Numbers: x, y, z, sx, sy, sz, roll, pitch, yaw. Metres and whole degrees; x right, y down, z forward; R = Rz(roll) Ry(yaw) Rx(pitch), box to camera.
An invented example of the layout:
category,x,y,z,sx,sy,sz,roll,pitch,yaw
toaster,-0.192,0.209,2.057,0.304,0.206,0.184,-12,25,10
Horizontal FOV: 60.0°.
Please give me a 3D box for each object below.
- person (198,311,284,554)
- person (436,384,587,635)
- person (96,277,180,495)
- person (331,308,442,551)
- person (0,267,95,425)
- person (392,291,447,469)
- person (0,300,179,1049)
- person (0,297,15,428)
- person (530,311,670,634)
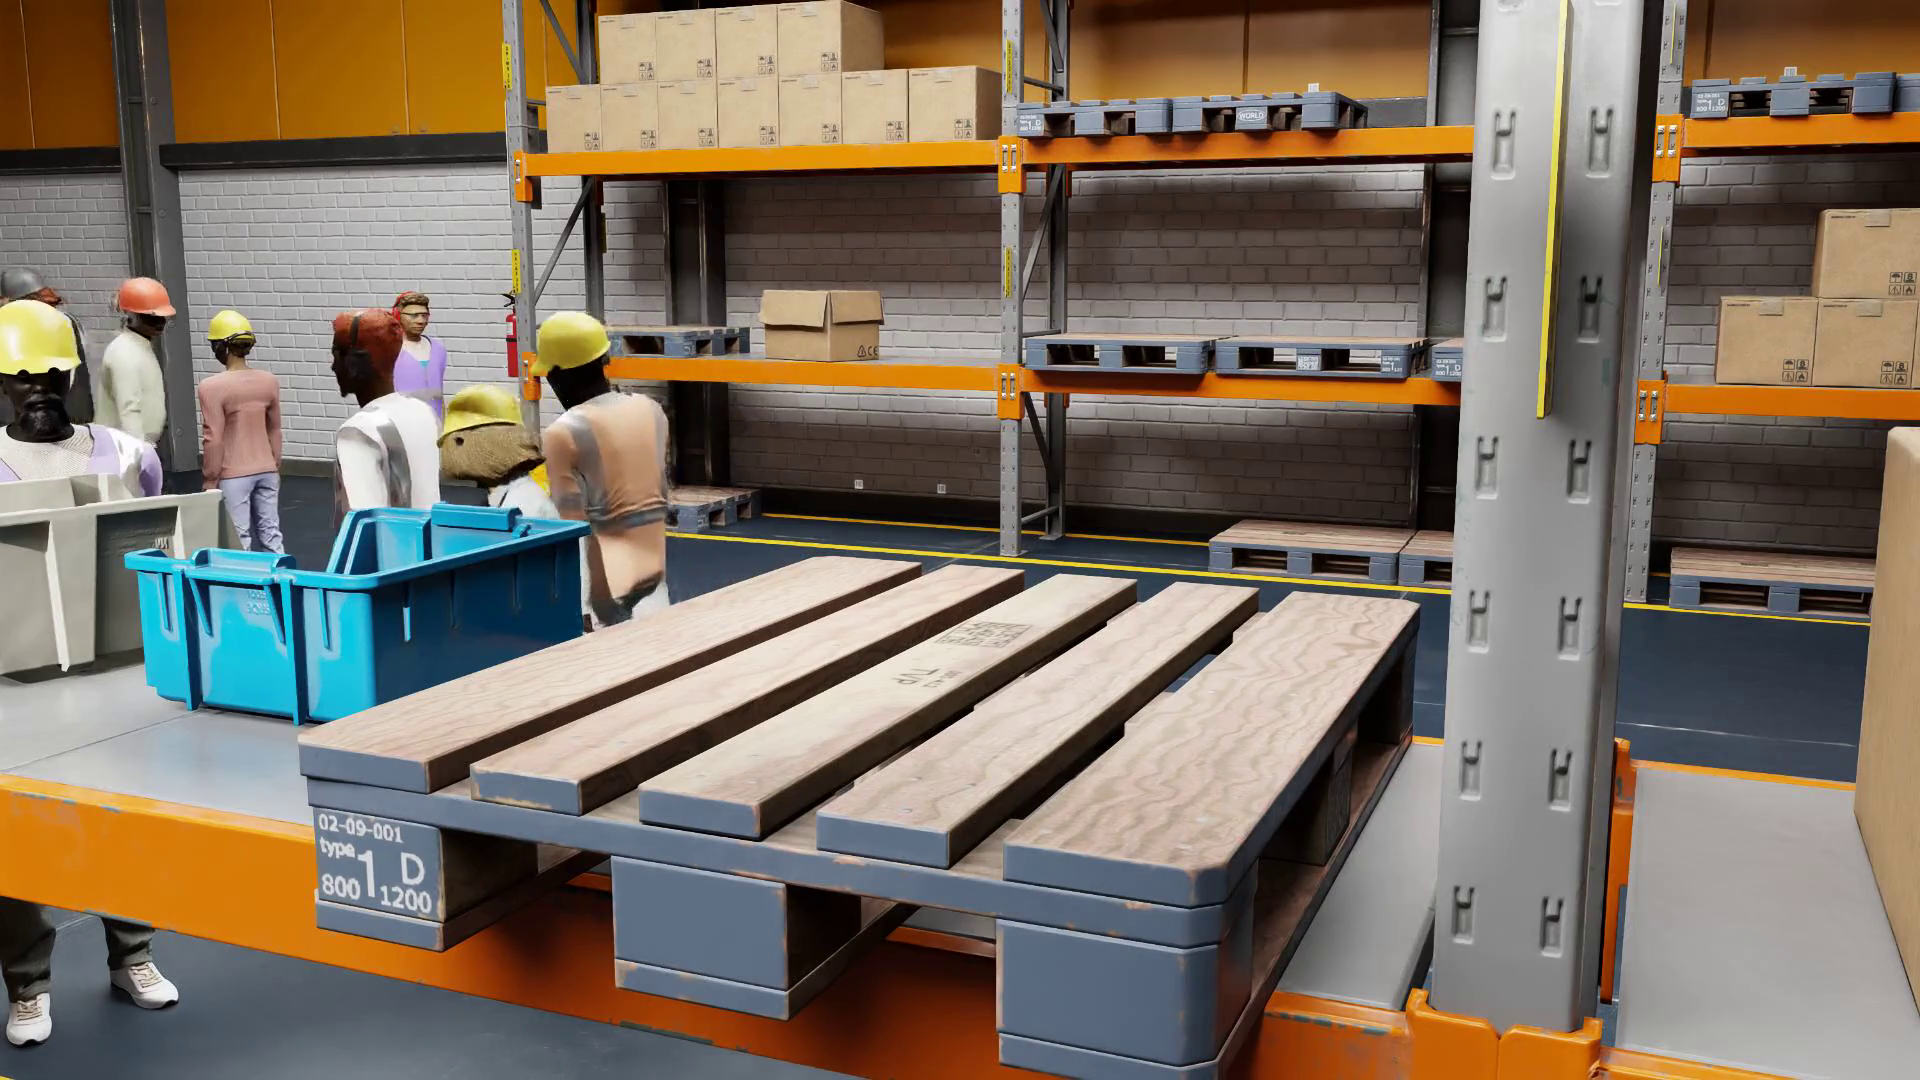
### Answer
category,x,y,z,sx,sy,sz,roll,pitch,yaw
person,-3.866,-0.342,8.942,0.311,1.768,0.533,4,10,22
person,-1.192,0.405,4.731,0.770,1.673,0.556,-4,10,-21
person,-4.613,-0.499,9.374,0.897,1.934,0.618,-2,10,-10
person,-1.823,0.198,5.419,0.446,1.888,0.591,1,10,5
person,-5.921,-0.801,10.873,0.634,2.000,0.746,-2,10,-9
person,-3.464,-0.642,10.512,0.372,1.840,0.570,5,11,29
person,-2.363,0.340,4.376,0.592,1.926,0.366,-8,13,-41
person,-5.666,-0.529,9.887,0.588,1.827,0.529,3,10,18
person,-1.209,0.112,5.958,1.004,1.859,0.600,8,12,39
